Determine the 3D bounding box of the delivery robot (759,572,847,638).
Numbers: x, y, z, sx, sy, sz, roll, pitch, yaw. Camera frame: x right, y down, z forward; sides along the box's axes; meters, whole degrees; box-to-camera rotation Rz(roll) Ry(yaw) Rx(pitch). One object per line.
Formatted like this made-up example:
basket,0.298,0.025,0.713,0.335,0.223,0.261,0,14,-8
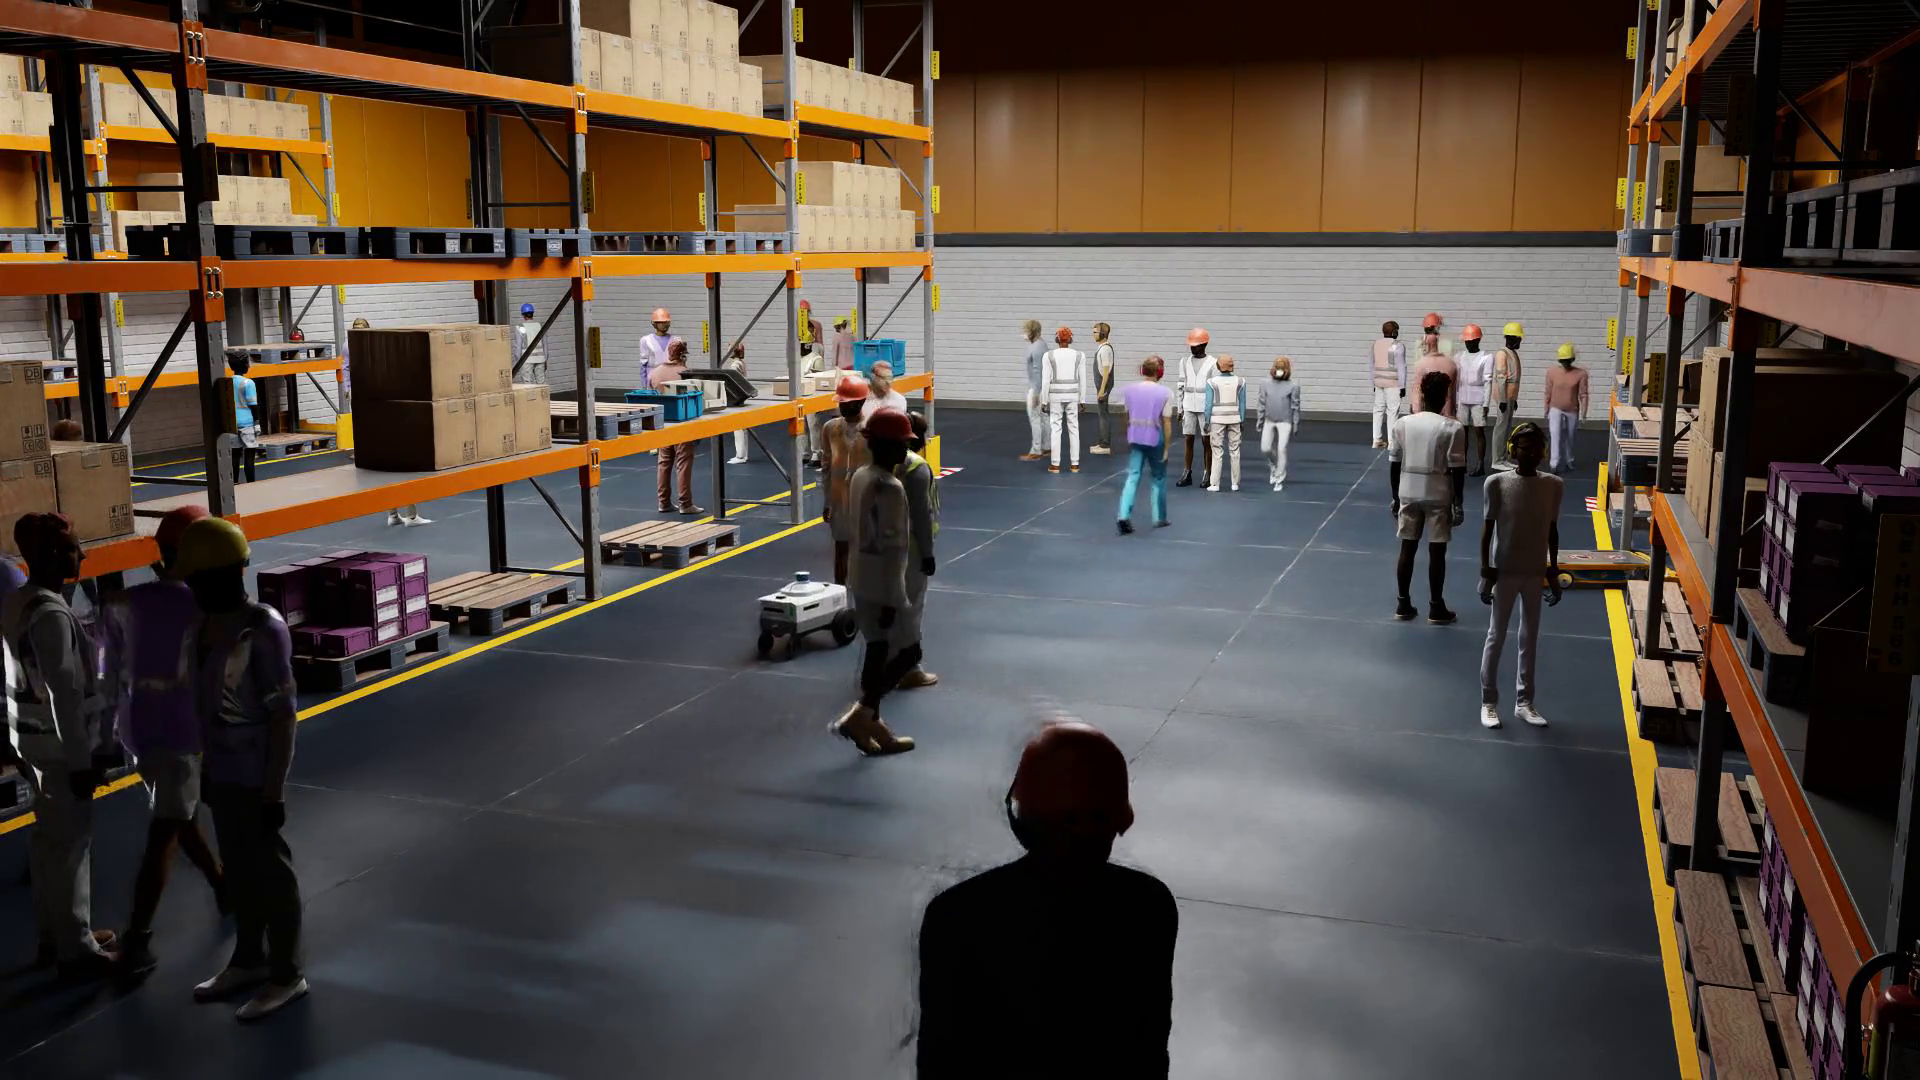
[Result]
delivery robot,-1.138,0.474,12.071,0.477,0.478,0.707,6,12,31

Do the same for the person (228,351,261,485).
person,-8.344,-1.344,19.354,0.541,1.696,0.316,5,11,27

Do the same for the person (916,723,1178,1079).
person,0.193,1.334,3.611,0.616,1.940,1.052,-2,10,-13

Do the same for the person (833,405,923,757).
person,-0.452,0.251,9.434,0.489,2.031,0.605,-5,11,-27

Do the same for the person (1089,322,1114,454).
person,1.995,-2.129,23.360,0.333,1.844,0.515,1,10,5

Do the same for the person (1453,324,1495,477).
person,6.474,-1.766,21.086,0.380,1.929,0.542,-10,14,-44

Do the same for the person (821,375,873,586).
person,-0.817,-0.308,12.853,0.547,1.934,0.375,3,10,15

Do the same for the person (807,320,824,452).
person,-2.152,-2.158,23.460,0.512,1.869,0.328,-4,11,-21

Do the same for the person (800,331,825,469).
person,-2.018,-1.849,21.828,0.403,1.828,0.597,-8,13,-40

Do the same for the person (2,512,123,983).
person,-3.590,0.820,6.644,0.341,1.882,0.587,-9,13,-41

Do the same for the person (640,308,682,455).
person,-4.147,-2.204,23.223,0.615,2.043,0.377,-4,11,-23

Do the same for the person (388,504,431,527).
person,-5.834,-1.071,17.333,0.518,1.873,0.328,4,11,24

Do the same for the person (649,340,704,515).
person,-3.063,-1.227,18.135,0.637,1.900,0.403,6,12,29

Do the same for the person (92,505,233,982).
person,-3.239,0.798,6.879,0.551,1.846,1.076,1,10,6

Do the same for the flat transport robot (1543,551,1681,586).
flat transport robot,5.468,0.241,14.444,1.431,0.197,0.652,0,10,1

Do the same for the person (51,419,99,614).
person,-6.867,-0.142,12.887,0.511,1.595,0.864,1,10,6

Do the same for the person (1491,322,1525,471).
person,7.138,-1.871,21.670,0.360,1.929,0.587,6,12,31

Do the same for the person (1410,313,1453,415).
person,6.604,-2.192,23.354,0.435,1.970,0.618,-10,14,-44

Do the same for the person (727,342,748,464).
person,-2.985,-1.840,22.301,0.306,1.642,0.523,0,10,2

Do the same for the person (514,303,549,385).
person,-7.258,-3.028,28.162,0.603,1.938,0.401,-8,13,-39

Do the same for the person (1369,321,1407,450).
person,6.164,-2.219,23.870,0.429,1.847,0.627,-7,12,-34

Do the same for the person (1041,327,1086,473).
person,1.334,-1.800,21.398,0.582,1.882,0.338,-1,10,-7

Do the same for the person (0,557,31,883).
person,-4.351,0.694,7.341,0.569,1.882,0.976,4,11,20

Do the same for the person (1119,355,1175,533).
person,1.896,-0.977,16.994,0.580,1.812,0.908,6,11,29

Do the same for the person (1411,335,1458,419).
person,5.746,-1.578,20.265,0.657,1.842,1.044,-3,10,-15

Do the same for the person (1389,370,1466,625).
person,3.625,-0.331,12.894,0.614,1.963,0.362,9,13,41

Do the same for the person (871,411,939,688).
person,-0.359,0.056,11.105,0.429,1.837,0.630,-6,12,-30

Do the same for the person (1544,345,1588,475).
person,7.775,-1.680,21.338,0.538,1.671,1.066,4,11,22

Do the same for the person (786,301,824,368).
person,-2.688,-3.138,28.714,0.633,1.946,0.999,-2,10,-10

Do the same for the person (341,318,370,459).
person,-8.136,-2.068,22.750,0.636,1.938,0.358,0,10,2

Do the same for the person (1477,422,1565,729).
person,3.404,0.220,10.095,0.514,1.861,0.328,-1,10,-5

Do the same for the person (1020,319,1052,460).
person,1.051,-2.059,22.783,0.400,1.933,0.649,1,10,6

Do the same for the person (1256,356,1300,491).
person,3.816,-1.396,19.848,0.518,1.614,0.450,6,11,29

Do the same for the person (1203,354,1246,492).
person,3.139,-1.379,19.716,0.514,1.639,0.310,-1,10,-8

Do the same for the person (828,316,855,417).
person,-1.999,-2.914,28.073,0.566,1.721,0.702,-9,14,-42

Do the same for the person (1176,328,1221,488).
person,2.868,-1.583,20.047,0.551,1.928,0.375,5,11,27

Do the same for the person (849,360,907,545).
person,-0.813,-0.768,15.614,0.659,1.871,0.815,-4,11,-22

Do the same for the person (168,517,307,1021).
person,-2.732,0.858,6.319,0.621,1.923,0.382,8,13,39
